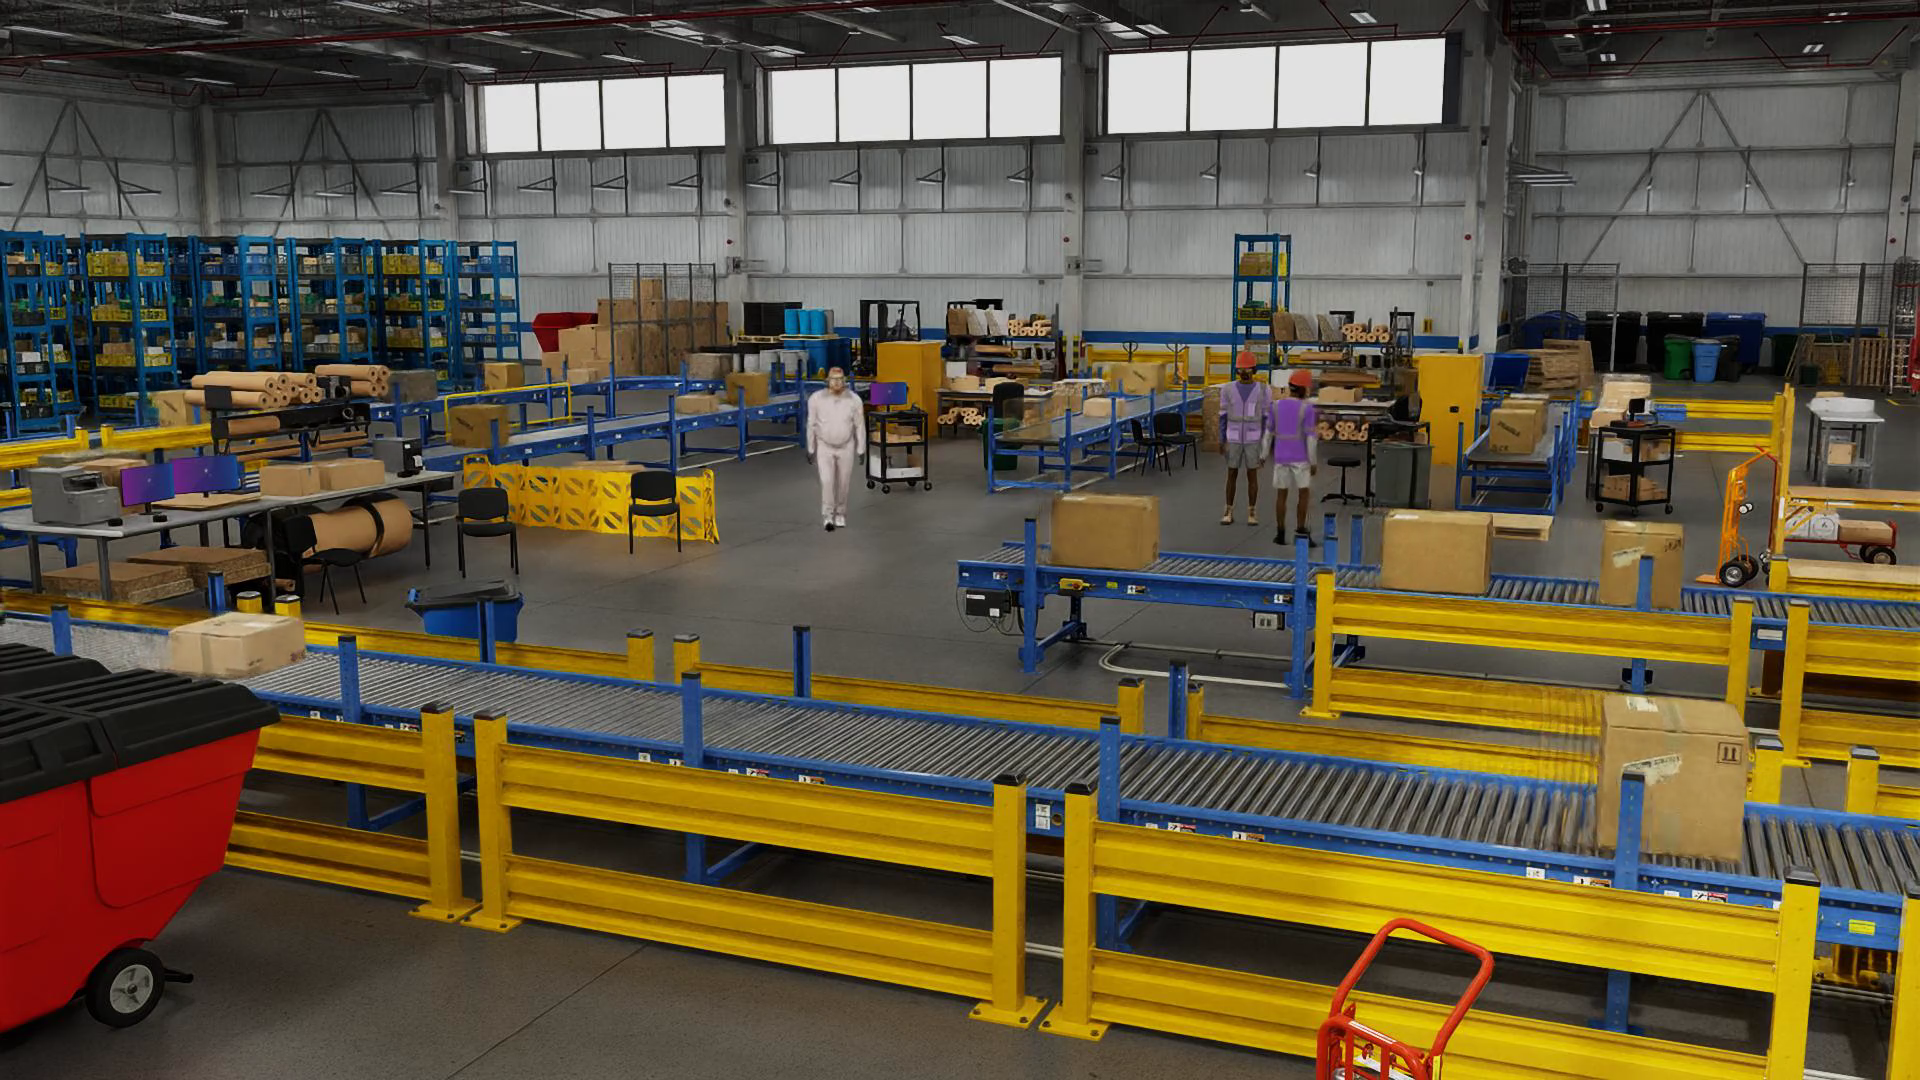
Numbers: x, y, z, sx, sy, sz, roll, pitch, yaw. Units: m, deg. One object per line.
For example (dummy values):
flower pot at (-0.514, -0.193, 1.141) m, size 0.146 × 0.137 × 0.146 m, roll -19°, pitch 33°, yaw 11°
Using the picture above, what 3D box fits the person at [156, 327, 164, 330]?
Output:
person at (-17.982, -4.116, 37.445) m, size 0.464 × 1.964 × 0.671 m, roll -5°, pitch 10°, yaw -25°

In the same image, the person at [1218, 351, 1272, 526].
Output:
person at (3.318, -1.179, 19.423) m, size 0.605 × 2.044 × 0.374 m, roll 2°, pitch 10°, yaw 14°

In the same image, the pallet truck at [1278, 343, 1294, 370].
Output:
pallet truck at (7.886, -4.163, 39.743) m, size 0.653 × 1.274 × 1.630 m, roll 4°, pitch 10°, yaw 22°

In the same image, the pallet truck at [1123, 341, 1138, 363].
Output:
pallet truck at (4.445, -4.380, 41.279) m, size 0.680 × 1.201 × 1.601 m, roll 4°, pitch 10°, yaw 22°

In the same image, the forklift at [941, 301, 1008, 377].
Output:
forklift at (0.365, -4.966, 41.571) m, size 1.157 × 1.987 × 2.680 m, roll 3°, pitch 10°, yaw 20°

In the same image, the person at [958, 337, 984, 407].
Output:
person at (0.275, -3.646, 35.318) m, size 0.873 × 1.732 × 0.530 m, roll -2°, pitch 10°, yaw -11°

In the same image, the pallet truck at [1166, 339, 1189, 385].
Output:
pallet truck at (5.418, -4.269, 40.420) m, size 0.704 × 1.261 × 1.522 m, roll 3°, pitch 10°, yaw 20°

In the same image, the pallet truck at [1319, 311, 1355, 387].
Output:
pallet truck at (9.071, -4.419, 39.190) m, size 0.823 × 1.965 × 1.885 m, roll 5°, pitch 10°, yaw 26°

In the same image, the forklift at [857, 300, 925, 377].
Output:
forklift at (-1.732, -5.109, 42.468) m, size 1.157 × 1.987 × 2.680 m, roll 4°, pitch 10°, yaw 22°

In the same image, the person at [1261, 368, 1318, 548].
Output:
person at (3.555, -0.886, 17.990) m, size 0.785 × 1.936 × 0.498 m, roll 7°, pitch 12°, yaw 38°

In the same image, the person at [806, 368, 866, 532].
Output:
person at (-1.405, -1.026, 19.036) m, size 0.676 × 1.852 × 0.976 m, roll -1°, pitch 9°, yaw -8°

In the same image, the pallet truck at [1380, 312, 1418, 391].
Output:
pallet truck at (10.207, -4.283, 38.369) m, size 0.823 × 1.965 × 1.885 m, roll 3°, pitch 10°, yaw 20°
